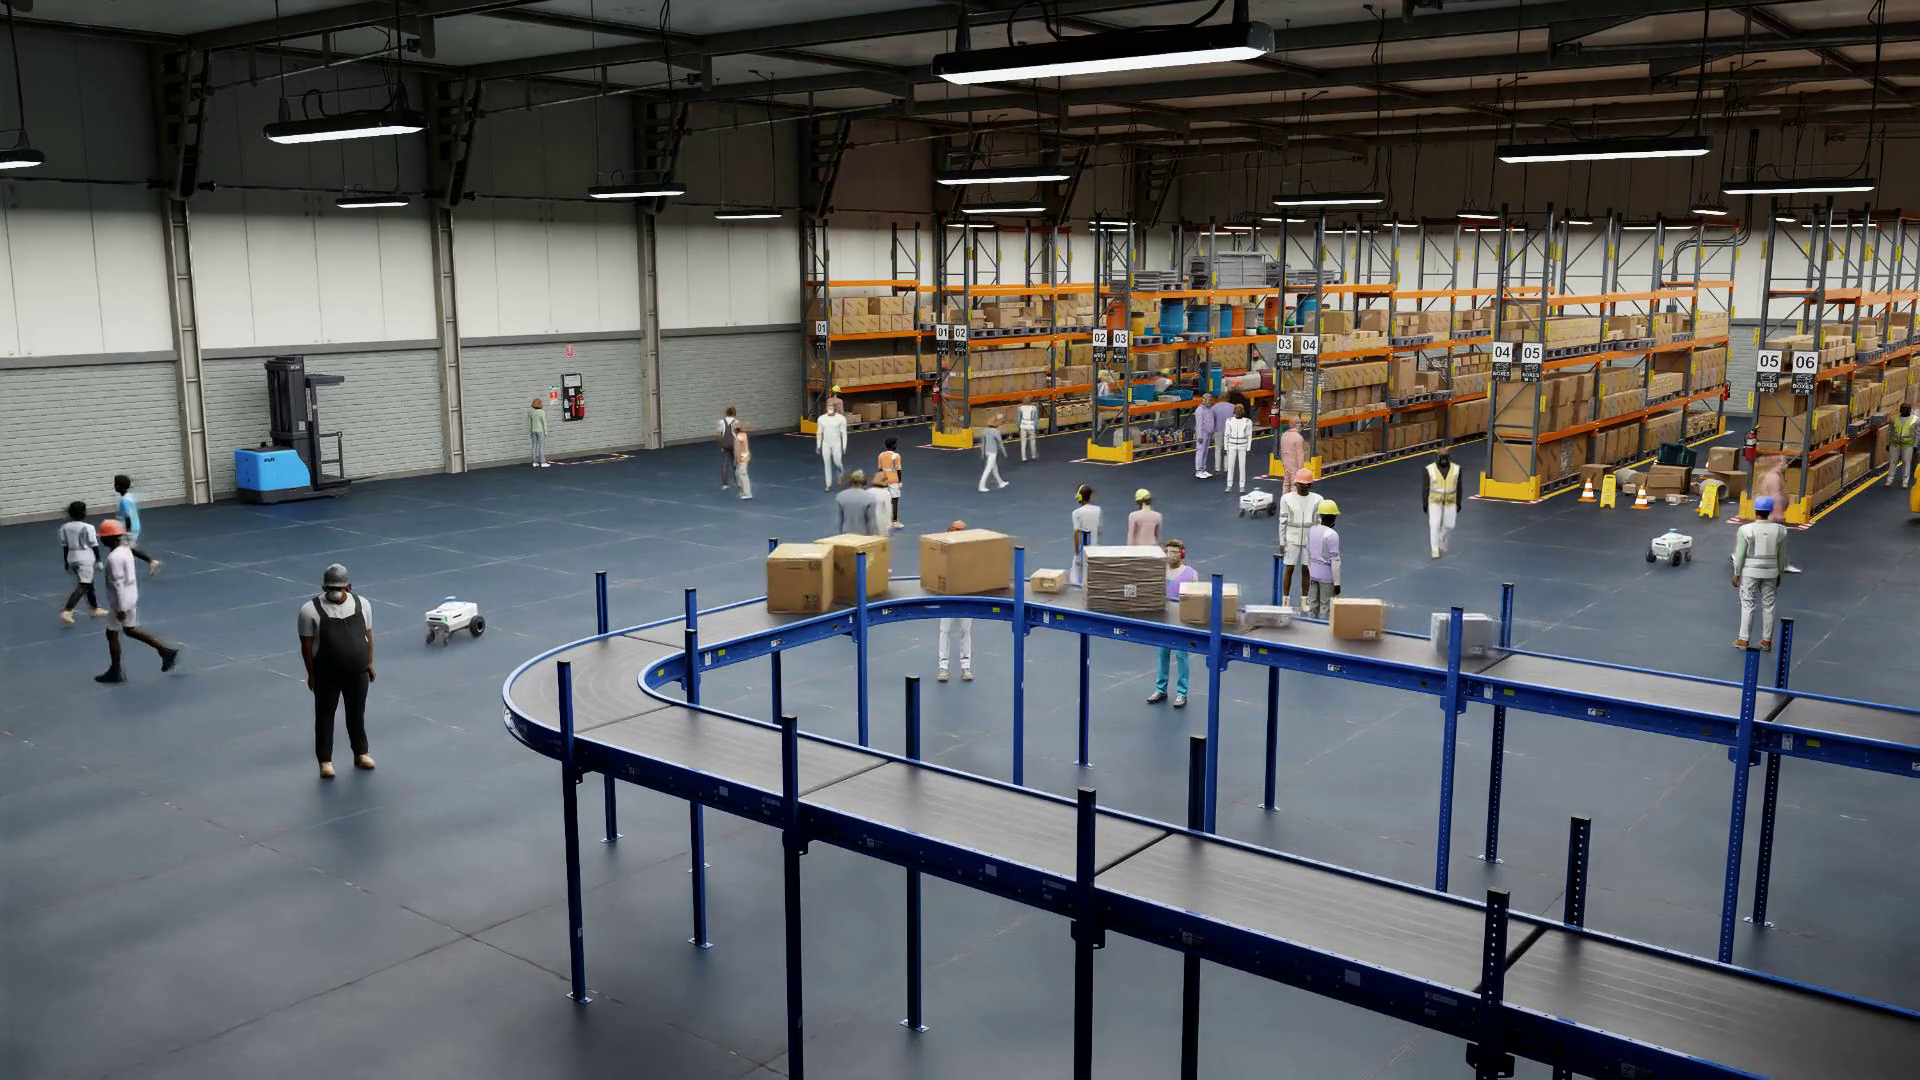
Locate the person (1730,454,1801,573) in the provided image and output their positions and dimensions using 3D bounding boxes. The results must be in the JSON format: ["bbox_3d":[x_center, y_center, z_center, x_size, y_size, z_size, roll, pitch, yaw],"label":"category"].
[{"bbox_3d":[12.739,-0.429,24.627,0.961,1.869,0.639,7,12,34],"label":"person"}]

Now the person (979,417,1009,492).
[{"bbox_3d":[0.713,-1.839,33.353,0.872,1.585,0.495,-7,12,-34],"label":"person"}]

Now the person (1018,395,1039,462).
[{"bbox_3d":[1.694,-2.744,38.379,0.534,1.599,0.822,4,11,21],"label":"person"}]

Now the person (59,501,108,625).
[{"bbox_3d":[-11.898,0.297,21.117,0.532,1.667,0.844,4,11,21],"label":"person"}]

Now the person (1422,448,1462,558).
[{"bbox_3d":[7.938,-0.615,25.789,0.649,1.825,0.439,1,10,6],"label":"person"}]

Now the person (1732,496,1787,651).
[{"bbox_3d":[10.017,0.417,19.633,0.605,1.949,0.399,1,10,6],"label":"person"}]

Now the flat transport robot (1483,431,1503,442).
[{"bbox_3d":[14.827,-2.812,42.648,0.652,0.197,1.431,0,10,-2],"label":"flat transport robot"}]

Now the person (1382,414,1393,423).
[{"bbox_3d":[12.599,-4.232,45.752,0.607,1.966,0.367,-6,12,-29],"label":"person"}]

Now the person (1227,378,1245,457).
[{"bbox_3d":[6.873,-3.060,39.116,0.542,1.976,0.637,-8,13,-39],"label":"person"}]

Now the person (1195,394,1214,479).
[{"bbox_3d":[5.547,-2.360,35.400,0.406,1.902,0.636,6,11,29],"label":"person"}]

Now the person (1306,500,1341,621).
[{"bbox_3d":[4.539,0.454,19.479,0.359,1.930,0.587,-5,11,-24],"label":"person"}]

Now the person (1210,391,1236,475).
[{"bbox_3d":[6.039,-2.457,35.892,0.640,1.918,0.411,1,10,7],"label":"person"}]

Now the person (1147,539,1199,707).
[{"bbox_3d":[2.352,0.896,17.217,0.565,1.850,0.389,8,13,37],"label":"person"}]

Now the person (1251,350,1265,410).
[{"bbox_3d":[9.836,-5.315,51.846,0.618,1.967,0.686,7,12,33],"label":"person"}]

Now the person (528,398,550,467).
[{"bbox_3d":[-10.041,-2.557,37.258,0.498,1.633,0.282,4,11,20],"label":"person"}]

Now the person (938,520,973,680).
[{"bbox_3d":[-0.033,0.697,18.234,0.572,1.886,0.358,-1,10,-5],"label":"person"}]

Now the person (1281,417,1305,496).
[{"bbox_3d":[6.429,-1.412,30.051,0.409,1.905,0.651,-4,11,-21],"label":"person"}]

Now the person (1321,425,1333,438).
[{"bbox_3d":[9.642,-3.413,41.266,0.540,1.930,0.385,-3,11,-18],"label":"person"}]

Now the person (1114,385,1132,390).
[{"bbox_3d":[5.226,-4.944,50.251,0.601,1.792,0.934,9,13,41],"label":"person"}]

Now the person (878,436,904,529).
[{"bbox_3d":[-1.264,-1.055,28.630,0.529,1.694,0.321,8,13,39],"label":"person"}]

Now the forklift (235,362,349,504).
[{"bbox_3d":[-13.803,-2.244,32.110,1.129,2.768,1.873,8,13,37],"label":"forklift"}]

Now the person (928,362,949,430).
[{"bbox_3d":[-0.468,-4.216,45.571,0.969,2.013,0.624,-8,13,-38],"label":"person"}]

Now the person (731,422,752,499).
[{"bbox_3d":[-4.488,-1.624,32.032,0.472,1.612,0.553,1,10,7],"label":"person"}]

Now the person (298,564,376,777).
[{"bbox_3d":[-5.885,1.231,14.913,0.682,2.000,0.536,-9,13,-40],"label":"person"}]

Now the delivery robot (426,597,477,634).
[{"bbox_3d":[-6.578,0.977,20.257,0.477,0.478,0.707,3,11,18],"label":"delivery robot"}]

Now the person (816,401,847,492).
[{"bbox_3d":[-2.735,-2.009,33.334,0.652,1.932,0.469,2,10,10],"label":"person"}]

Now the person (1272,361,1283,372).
[{"bbox_3d":[9.971,-4.814,49.350,0.530,1.854,0.716,7,12,33],"label":"person"}]

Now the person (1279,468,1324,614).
[{"bbox_3d":[4.721,0.014,21.649,0.607,2.039,0.395,1,10,4],"label":"person"}]

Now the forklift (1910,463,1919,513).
[{"bbox_3d":[19.034,-1.348,28.998,2.313,2.155,1.214,8,13,37],"label":"forklift"}]

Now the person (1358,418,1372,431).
[{"bbox_3d":[11.026,-3.636,42.496,0.587,1.930,0.356,8,13,36],"label":"person"}]

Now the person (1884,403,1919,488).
[{"bbox_3d":[20.366,-2.052,33.832,0.632,1.843,0.429,9,13,41],"label":"person"}]

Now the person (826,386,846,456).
[{"bbox_3d":[-3.128,-3.009,39.436,0.529,1.765,0.327,7,12,34],"label":"person"}]

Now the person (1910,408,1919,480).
[{"bbox_3d":[21.614,-2.328,35.155,0.621,1.922,0.657,5,11,28],"label":"person"}]

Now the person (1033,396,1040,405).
[{"bbox_3d":[2.426,-4.898,49.595,0.548,1.932,0.377,8,13,37],"label":"person"}]

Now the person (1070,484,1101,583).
[{"bbox_3d":[1.771,0.135,21.579,0.520,1.830,0.958,-5,11,-28],"label":"person"}]

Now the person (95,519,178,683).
[{"bbox_3d":[-9.670,0.691,18.226,0.805,1.916,0.550,-2,10,-12],"label":"person"}]

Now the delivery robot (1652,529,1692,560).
[{"bbox_3d":[11.560,0.064,25.399,0.707,0.478,0.477,-7,12,-36],"label":"delivery robot"}]

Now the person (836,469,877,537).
[{"bbox_3d":[-1.463,-0.053,22.373,0.637,1.924,0.439,3,11,18],"label":"person"}]

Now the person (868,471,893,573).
[{"bbox_3d":[-1.292,-0.260,24.368,0.504,1.624,0.481,9,13,40],"label":"person"}]

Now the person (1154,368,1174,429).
[{"bbox_3d":[5.944,-4.096,45.508,0.597,1.790,0.924,8,13,38],"label":"person"}]

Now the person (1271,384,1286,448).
[{"bbox_3d":[8.322,-3.236,40.872,0.345,1.719,0.624,2,10,11],"label":"person"}]

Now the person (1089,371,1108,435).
[{"bbox_3d":[3.921,-3.876,44.156,0.615,1.818,0.460,9,13,41],"label":"person"}]

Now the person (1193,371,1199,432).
[{"bbox_3d":[7.007,-4.069,45.315,0.639,1.803,0.950,10,14,43],"label":"person"}]

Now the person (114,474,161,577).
[{"bbox_3d":[-12.507,-0.165,23.673,0.541,1.682,0.537,-5,11,-27],"label":"person"}]

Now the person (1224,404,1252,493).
[{"bbox_3d":[5.875,-1.943,33.107,0.576,1.882,0.355,3,10,15],"label":"person"}]

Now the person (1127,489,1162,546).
[{"bbox_3d":[2.524,0.154,21.728,0.543,1.712,0.728,-3,11,-17],"label":"person"}]

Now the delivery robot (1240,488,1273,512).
[{"bbox_3d":[5.698,-0.763,30.054,0.477,0.478,0.707,9,14,42],"label":"delivery robot"}]

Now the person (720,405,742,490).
[{"bbox_3d":[-4.914,-1.992,33.635,0.533,1.793,0.989,2,10,10],"label":"person"}]
